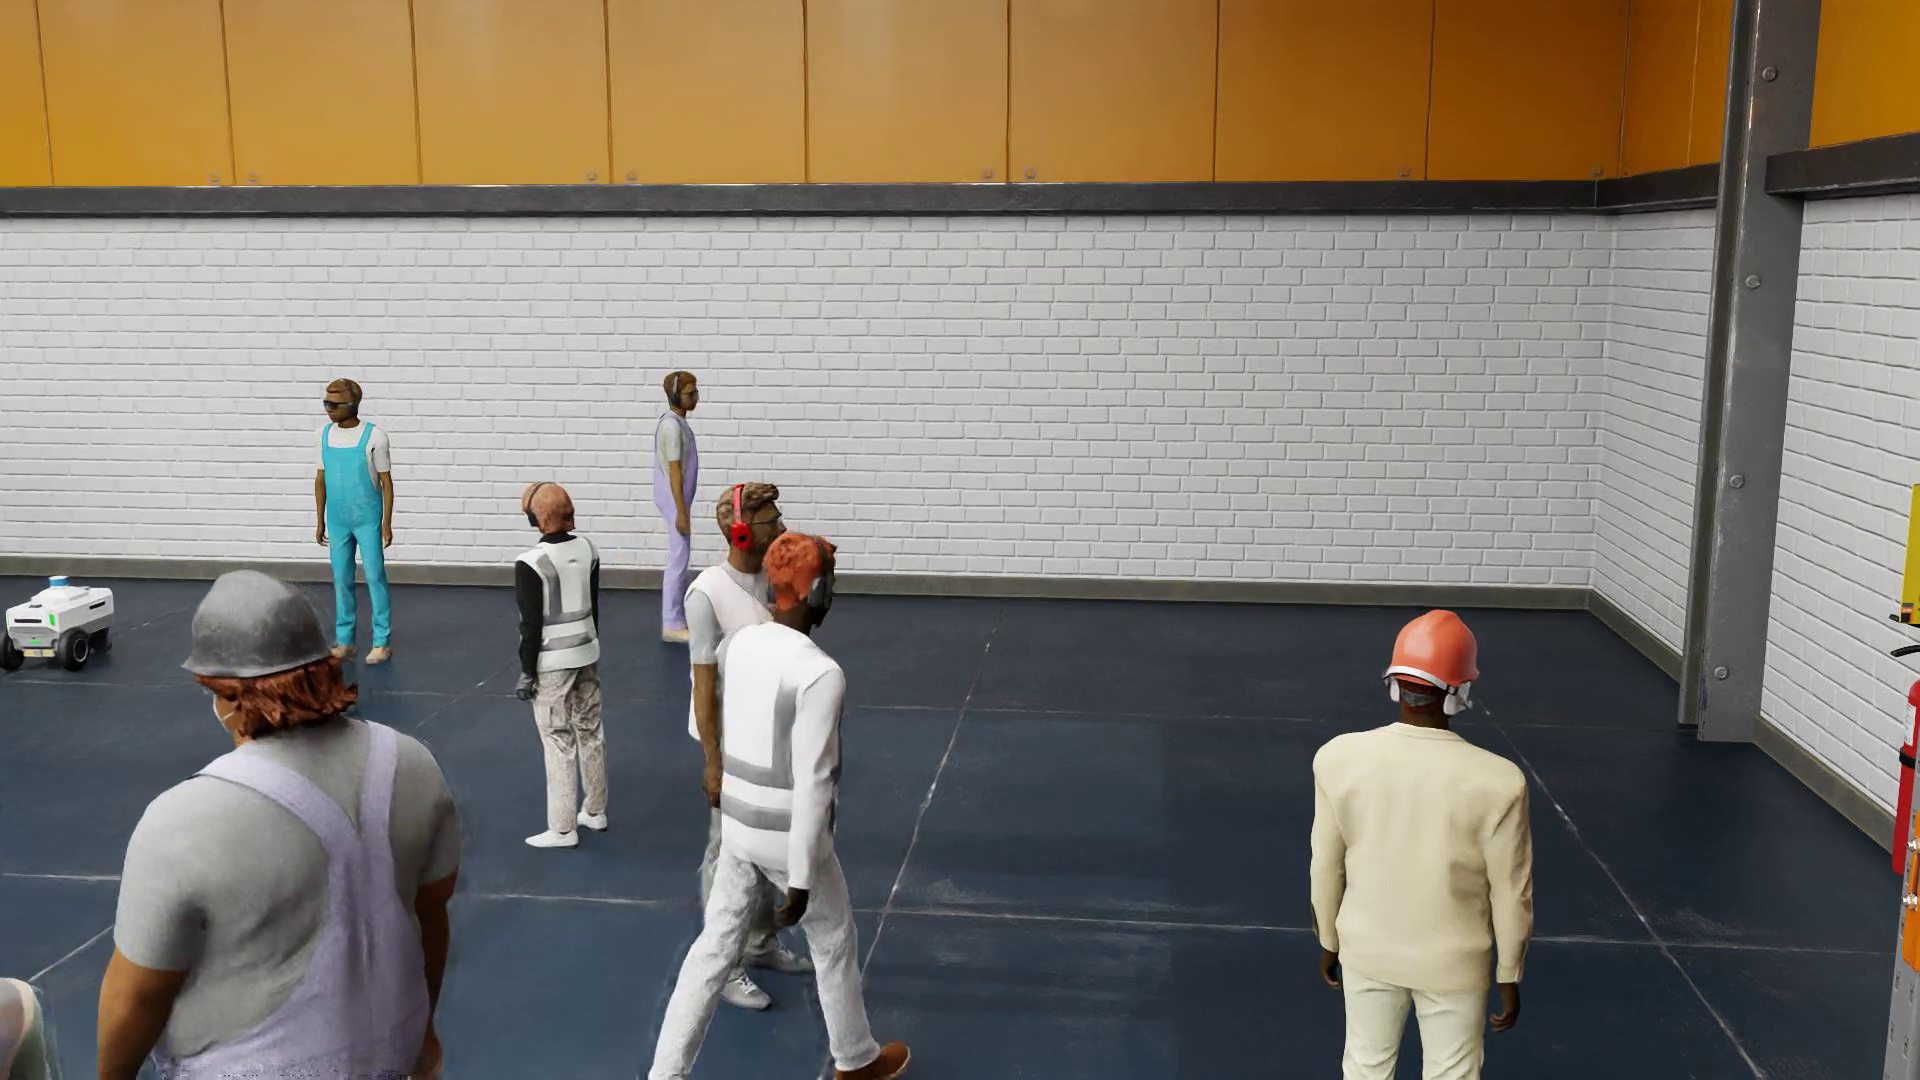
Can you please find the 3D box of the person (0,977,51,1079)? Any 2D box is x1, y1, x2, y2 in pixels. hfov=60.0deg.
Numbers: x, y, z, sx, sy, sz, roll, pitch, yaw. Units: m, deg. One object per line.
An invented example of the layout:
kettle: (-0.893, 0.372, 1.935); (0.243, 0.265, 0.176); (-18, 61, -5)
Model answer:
person: (-1.873, 1.346, 3.019); (0.896, 1.586, 0.520); (9, 14, 43)

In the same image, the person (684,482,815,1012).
person: (-0.760, 0.708, 5.901); (0.380, 1.849, 0.570); (4, 11, 24)

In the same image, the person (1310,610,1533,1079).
person: (1.178, 1.041, 4.271); (0.563, 1.752, 0.328); (6, 11, 30)

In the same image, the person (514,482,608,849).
person: (-1.773, 0.556, 7.384); (0.315, 1.636, 0.514); (5, 11, 25)

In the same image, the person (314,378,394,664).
person: (-3.875, -0.116, 10.643); (0.514, 1.841, 0.326); (1, 10, 8)

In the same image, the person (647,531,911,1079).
person: (-0.587, 0.888, 4.951); (0.589, 1.840, 1.013); (10, 14, 44)

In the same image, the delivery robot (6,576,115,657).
delivery robot: (-5.770, 0.473, 10.686); (0.477, 0.478, 0.707); (1, 10, 4)

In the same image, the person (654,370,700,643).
person: (-1.911, -0.232, 11.301); (0.325, 1.843, 0.521); (-2, 10, -9)
